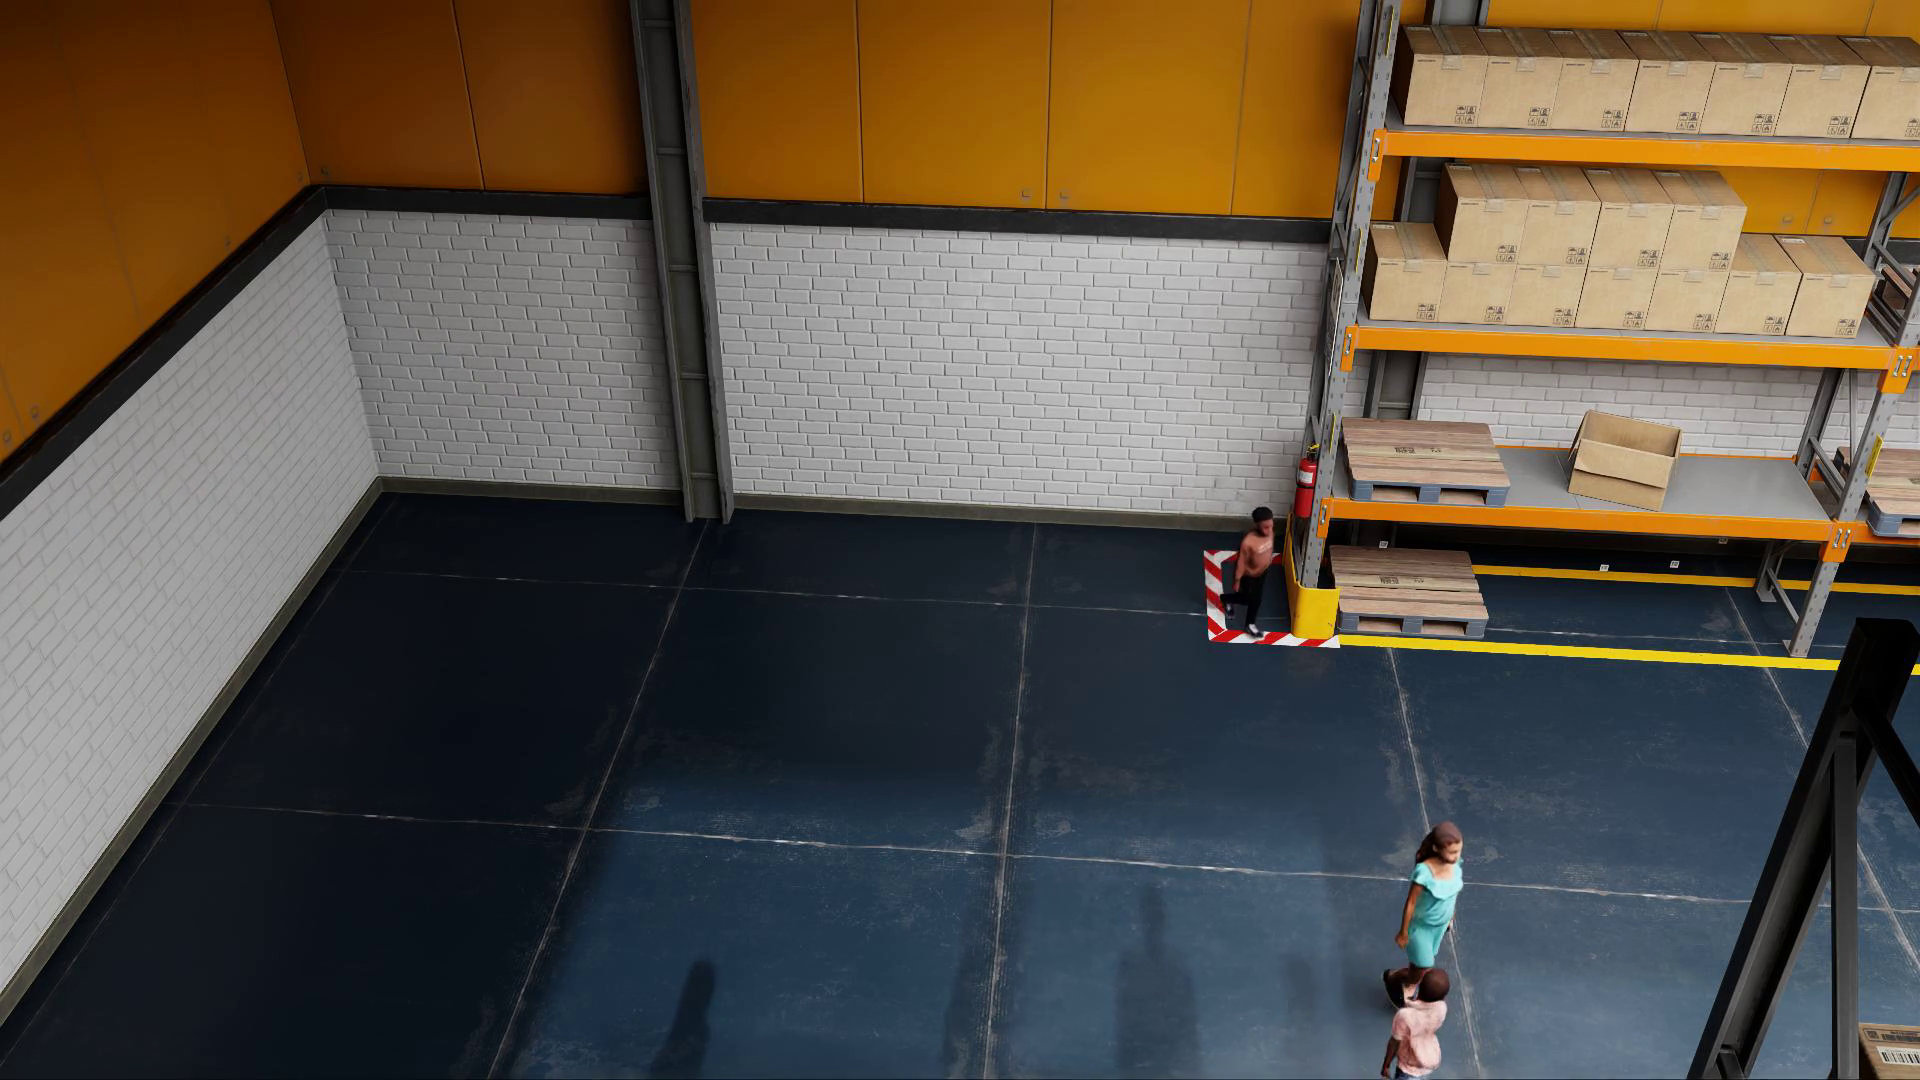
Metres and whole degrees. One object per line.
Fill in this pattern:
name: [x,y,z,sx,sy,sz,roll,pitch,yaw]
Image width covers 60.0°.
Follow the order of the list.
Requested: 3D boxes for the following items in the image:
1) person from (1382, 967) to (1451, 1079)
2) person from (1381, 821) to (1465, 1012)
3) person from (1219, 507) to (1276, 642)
person: [2.615,2.925,9.424,0.626,1.295,0.695,-26,41,-33]
person: [2.796,2.286,10.151,0.688,1.555,0.753,-20,38,-27]
person: [2.339,0.225,13.540,0.772,1.236,0.814,-21,39,-28]
